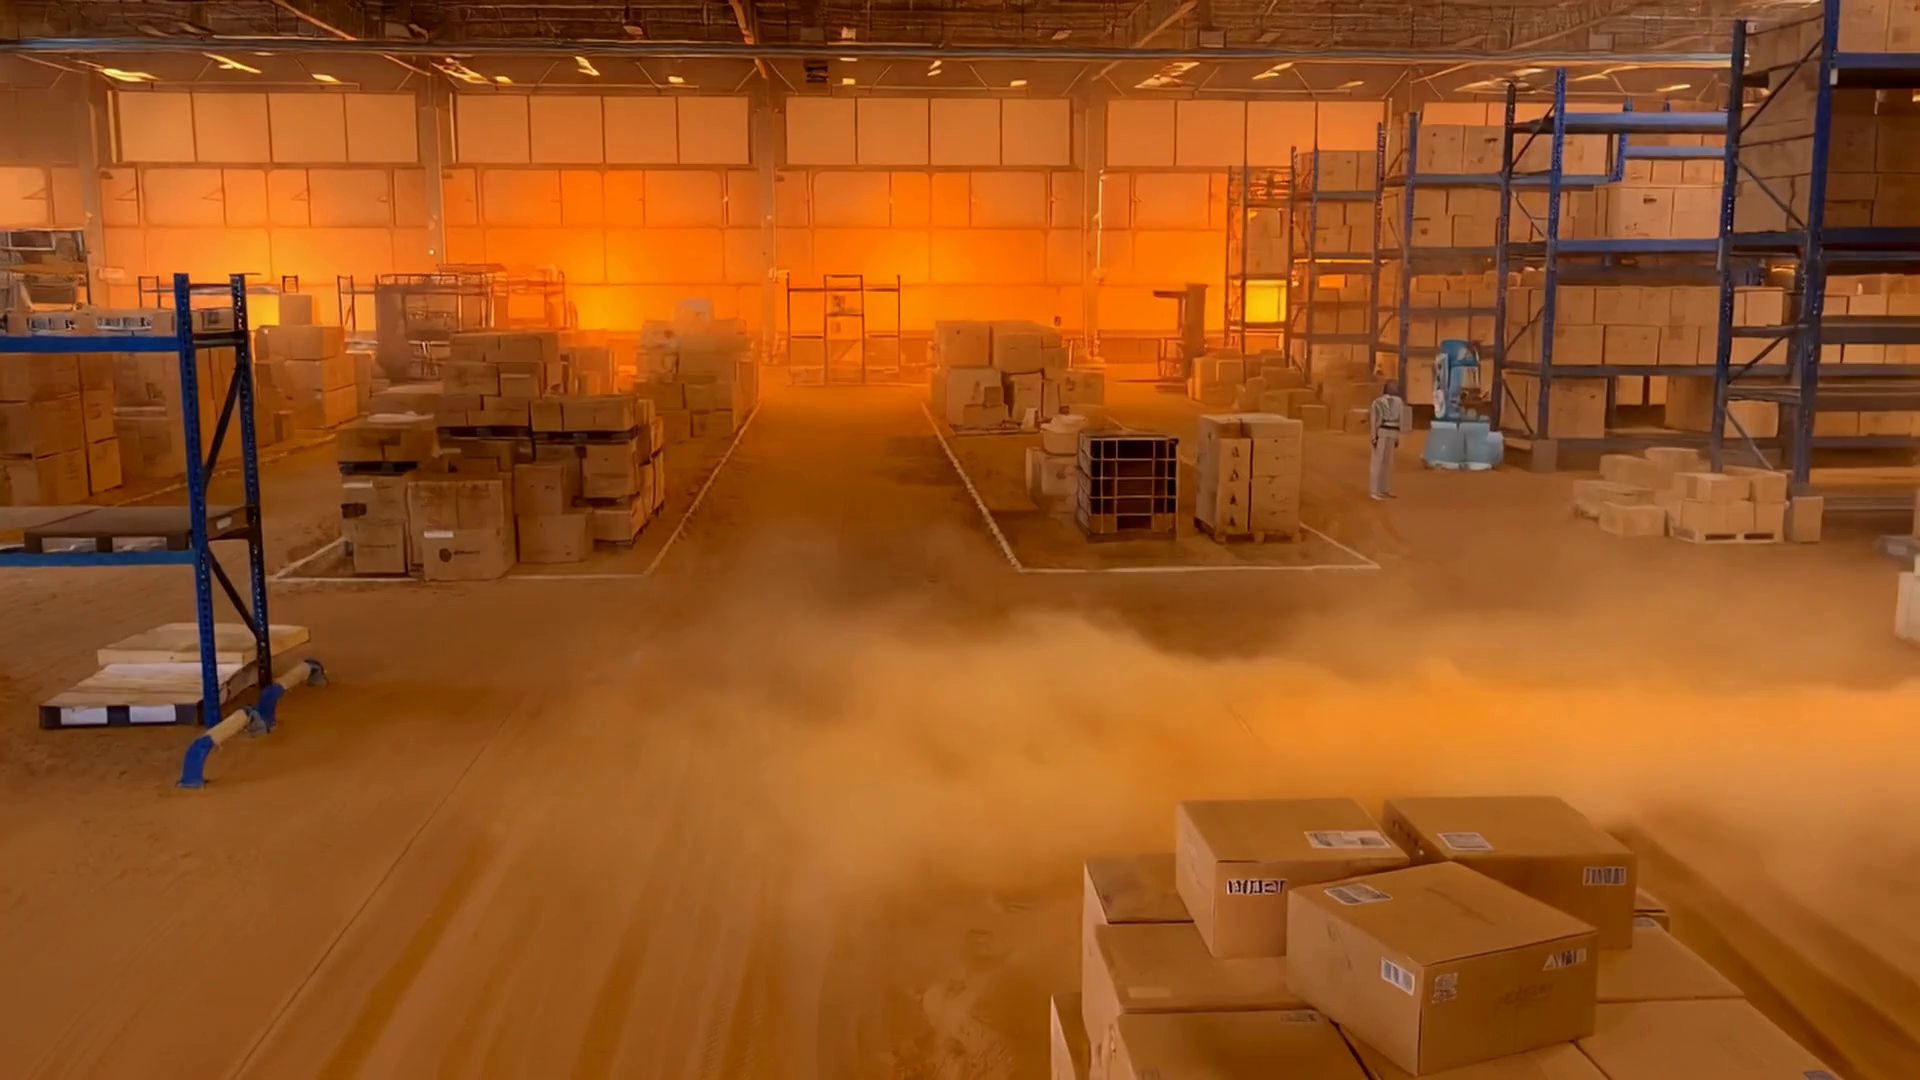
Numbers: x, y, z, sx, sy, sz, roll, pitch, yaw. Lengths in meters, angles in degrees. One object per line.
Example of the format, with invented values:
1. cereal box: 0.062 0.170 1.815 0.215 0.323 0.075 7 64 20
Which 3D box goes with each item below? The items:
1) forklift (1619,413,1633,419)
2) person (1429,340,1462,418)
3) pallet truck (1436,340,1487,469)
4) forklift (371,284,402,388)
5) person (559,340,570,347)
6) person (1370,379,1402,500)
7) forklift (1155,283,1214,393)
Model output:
1. forklift: 13.358 -4.014 35.233 1.129 2.768 1.873 -1 9 -4
2. person: 8.929 -2.769 30.672 0.633 1.841 0.429 -3 10 -18
3. pallet truck: 8.004 -2.170 26.422 0.823 1.965 1.885 2 9 14
4. forklift: -13.314 -4.566 38.702 1.873 2.768 1.129 -1 9 -7
5. person: -8.746 -3.627 36.842 0.527 1.598 0.873 3 9 16
6. person: 5.754 -1.360 22.465 0.514 1.636 0.315 -6 11 -31
7. forklift: 6.033 -5.175 42.526 1.873 2.768 1.129 -1 9 -4
